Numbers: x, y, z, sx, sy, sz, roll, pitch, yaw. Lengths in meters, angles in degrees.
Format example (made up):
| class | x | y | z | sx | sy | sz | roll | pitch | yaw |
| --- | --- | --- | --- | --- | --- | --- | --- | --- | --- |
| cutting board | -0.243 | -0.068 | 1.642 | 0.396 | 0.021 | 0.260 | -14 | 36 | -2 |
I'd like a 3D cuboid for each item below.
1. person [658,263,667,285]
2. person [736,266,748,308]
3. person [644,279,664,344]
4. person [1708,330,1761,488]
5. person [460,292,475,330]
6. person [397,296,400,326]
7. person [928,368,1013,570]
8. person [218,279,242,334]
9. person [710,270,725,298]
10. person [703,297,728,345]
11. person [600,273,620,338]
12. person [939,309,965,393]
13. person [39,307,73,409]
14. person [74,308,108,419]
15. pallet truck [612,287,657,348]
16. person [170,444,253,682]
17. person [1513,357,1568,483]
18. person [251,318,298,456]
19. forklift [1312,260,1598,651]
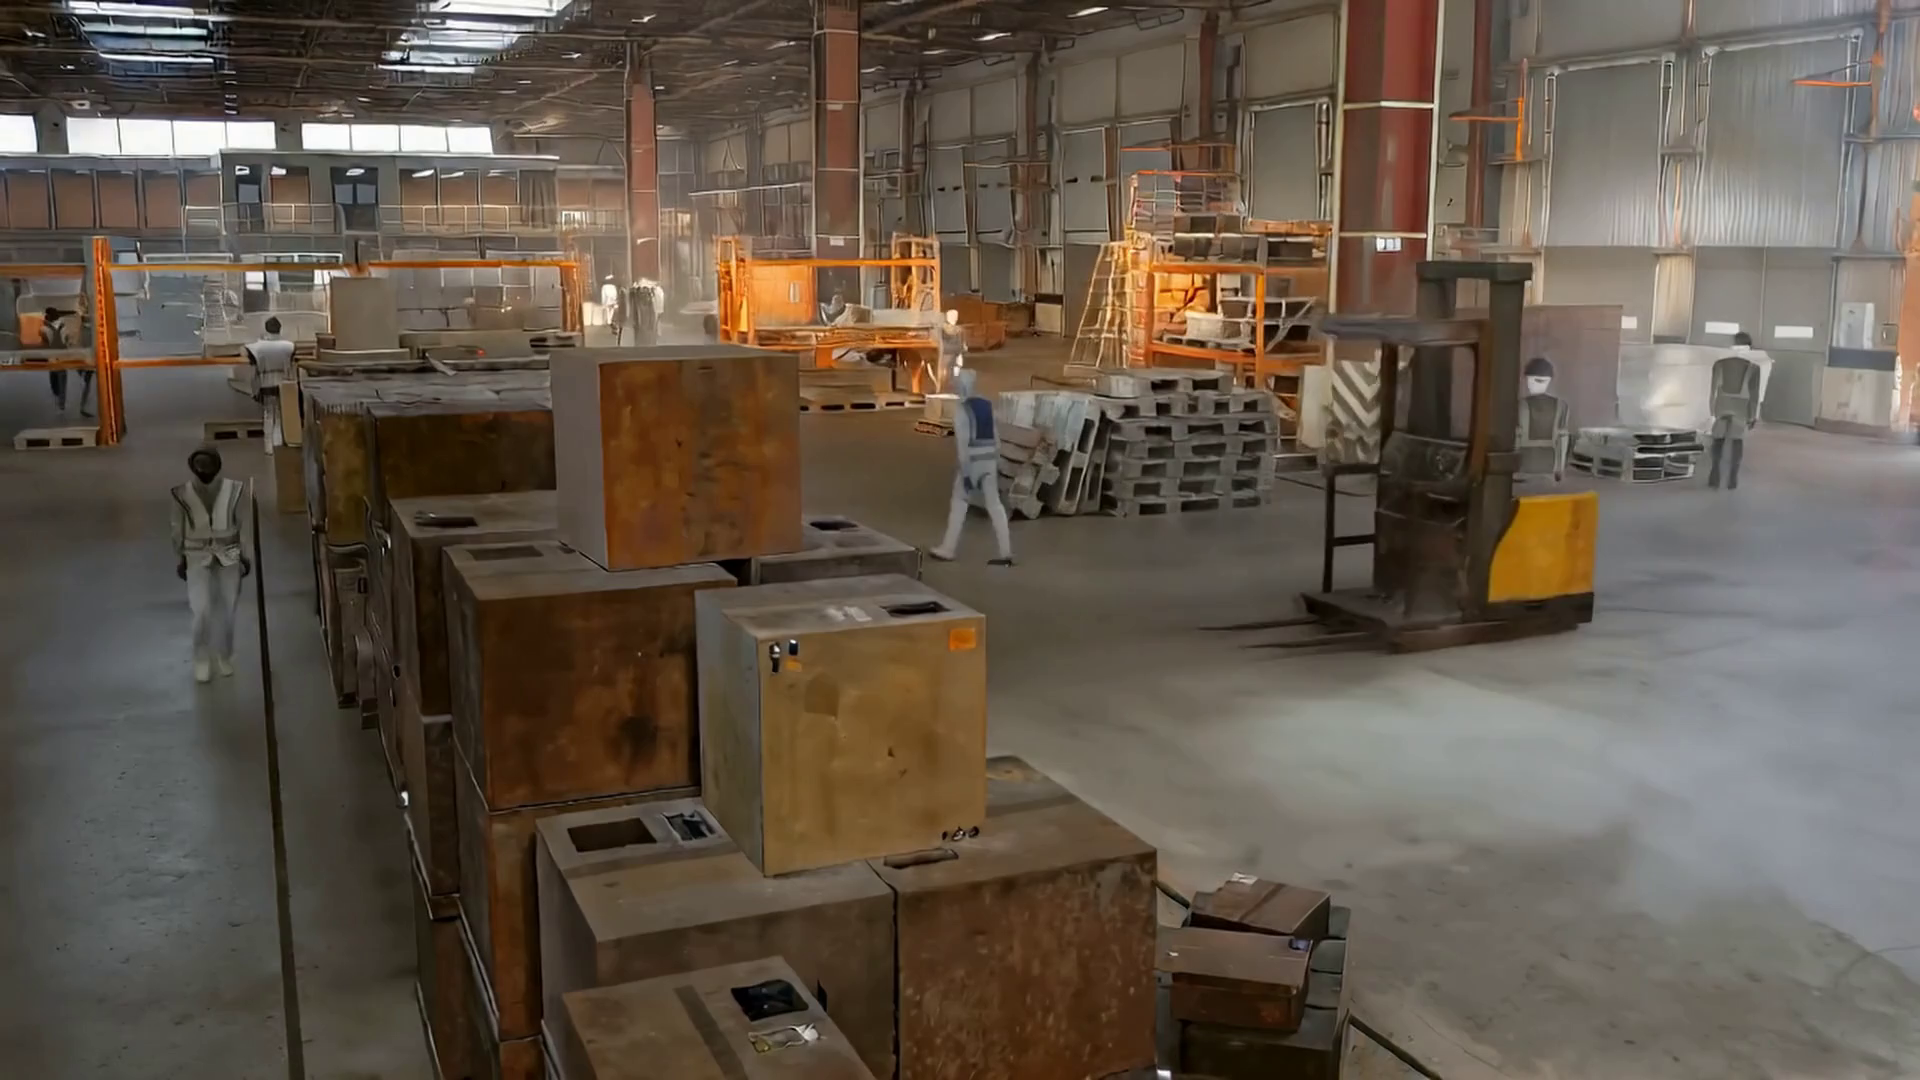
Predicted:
| class | x | y | z | sx | sy | sz | roll | pitch | yaw |
| --- | --- | --- | --- | --- | --- | --- | --- | --- | --- |
| person | -13.343 | -11.375 | 73.857 | 0.620 | 1.984 | 0.412 | -1 | 10 | -7 |
| person | -8.748 | -10.027 | 66.671 | 0.596 | 1.898 | 0.859 | -4 | 11 | -19 |
| person | -8.738 | -6.505 | 47.423 | 0.648 | 1.833 | 0.435 | -10 | 14 | -44 |
| person | 9.194 | -1.537 | 19.800 | 0.556 | 1.920 | 0.735 | 6 | 12 | 31 |
| person | -11.673 | -4.995 | 39.370 | 0.483 | 1.723 | 0.512 | -3 | 11 | -15 |
| person | -14.461 | -5.551 | 41.969 | 0.637 | 1.916 | 0.848 | 2 | 10 | 9 |
| person | 0.127 | -0.645 | 15.177 | 0.955 | 1.830 | 0.561 | 9 | 14 | 41 |
| person | -19.844 | -6.126 | 45.150 | 0.551 | 1.895 | 0.635 | 1 | 10 | 4 |
| person | -9.421 | -9.631 | 64.673 | 0.465 | 1.824 | 0.631 | 6 | 12 | 30 |
| person | -4.677 | -3.669 | 31.606 | 0.613 | 1.904 | 0.572 | 8 | 13 | 36 |
| person | -10.544 | -7.037 | 50.042 | 0.613 | 1.945 | 0.406 | -7 | 13 | -36 |
| person | -0.174 | -3.532 | 31.455 | 0.540 | 1.682 | 0.582 | -5 | 11 | -26 |
| person | -15.738 | -3.154 | 29.012 | 0.513 | 1.820 | 0.763 | -7 | 13 | -35 |
| person | -14.467 | -2.935 | 27.733 | 0.528 | 1.843 | 0.518 | -7 | 12 | -33 |
| pallet truck | -6.464 | -4.406 | 35.401 | 0.823 | 1.965 | 1.885 | 6 | 12 | 32 |
| person | -5.065 | 0.158 | 11.303 | 0.512 | 1.619 | 0.511 | -5 | 11 | -24 |
| person | 5.165 | -0.679 | 15.040 | 0.566 | 1.936 | 0.372 | -1 | 10 | -6 |
| person | -9.432 | -2.099 | 22.950 | 0.593 | 1.908 | 0.413 | -5 | 11 | -24 |
| forklift | 3.823 | -0.712 | 12.611 | 1.873 | 2.768 | 1.129 | -4 | 11 | -23 |
